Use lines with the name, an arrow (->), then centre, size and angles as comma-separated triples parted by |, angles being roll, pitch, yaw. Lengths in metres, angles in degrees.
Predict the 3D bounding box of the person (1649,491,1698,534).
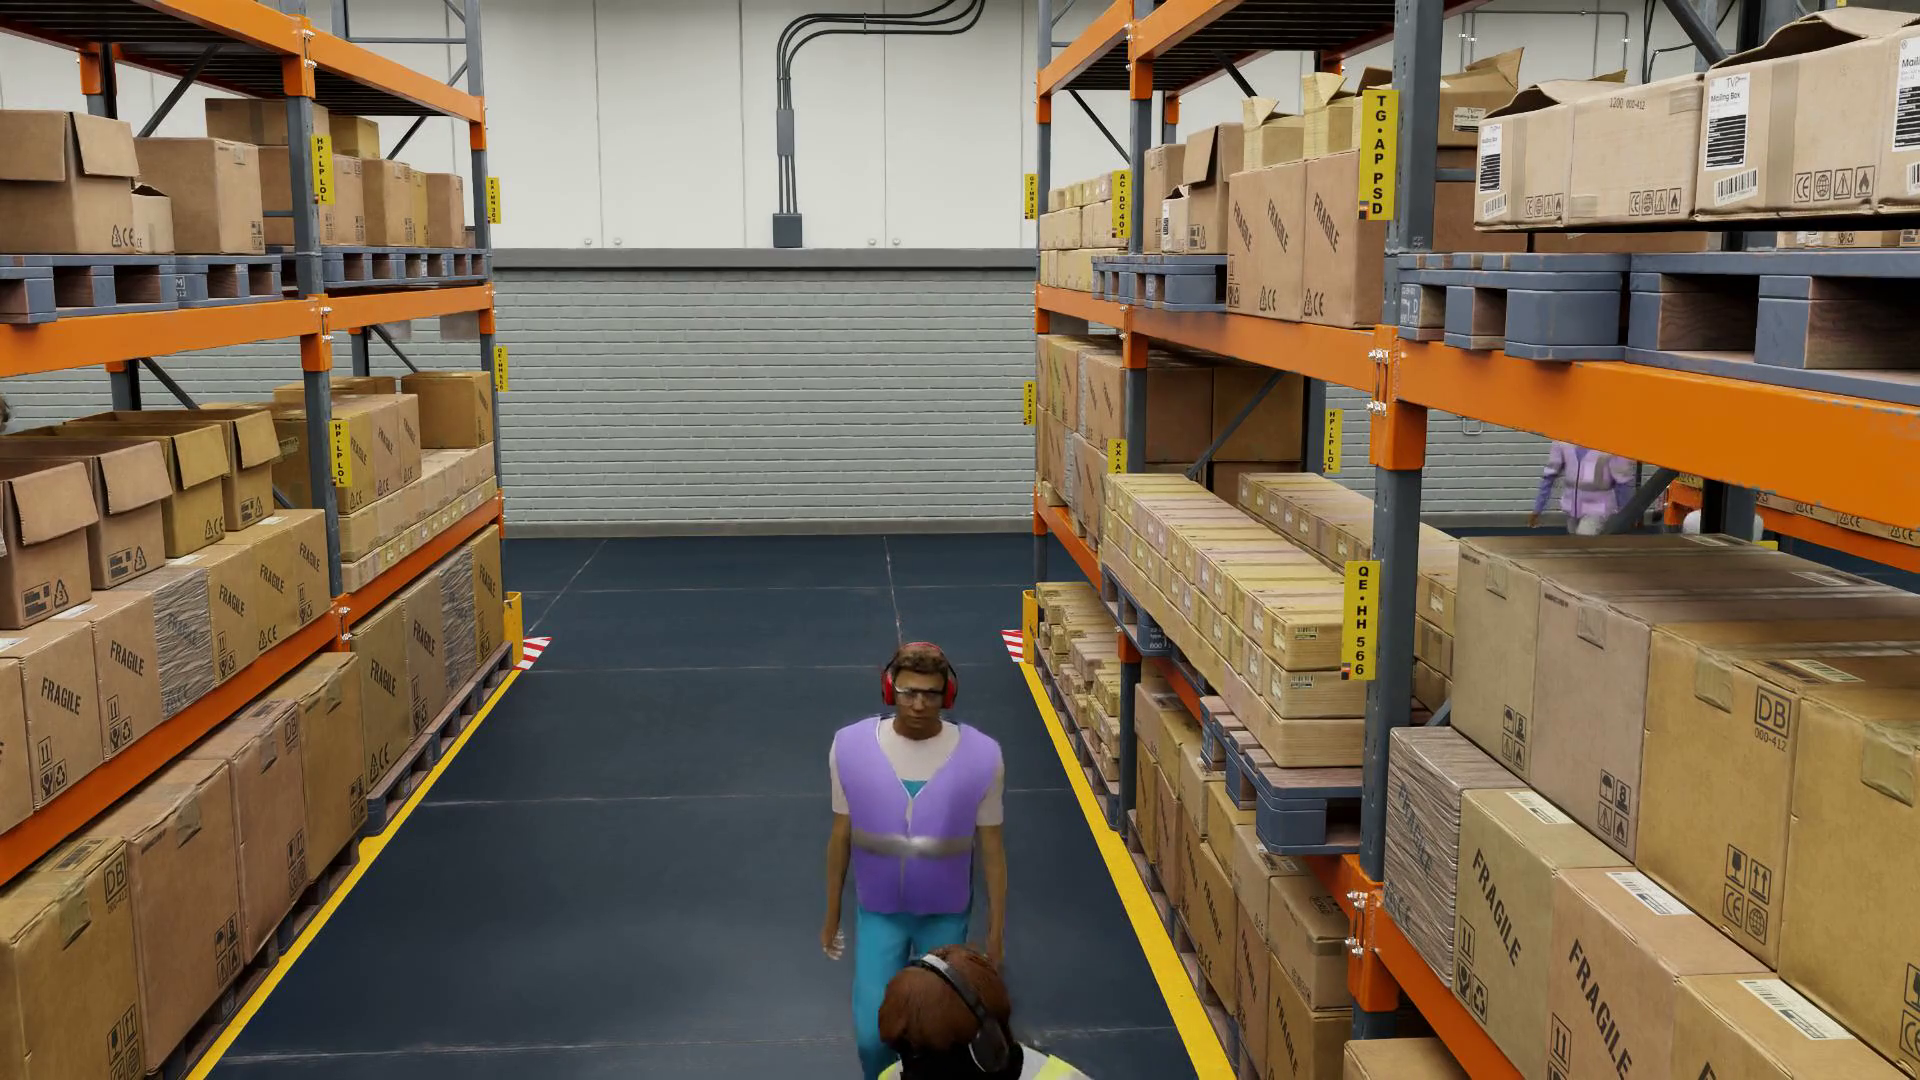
person -> 6.023, -0.224, 13.772 | 0.996, 1.861, 0.638 | -1, 10, -8

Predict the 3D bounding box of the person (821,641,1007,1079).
person -> -0.150, 1.218, 5.389 | 0.612, 1.825, 0.475 | 0, 10, 2

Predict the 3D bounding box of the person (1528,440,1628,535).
person -> 4.993, -0.233, 13.482 | 1.023, 1.964, 0.733 | -7, 12, -37

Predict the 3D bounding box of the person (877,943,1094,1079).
person -> 0.099, 1.619, 3.131 | 0.678, 1.808, 0.490 | 9, 13, 42

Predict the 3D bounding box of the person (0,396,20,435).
person -> -8.212, -0.310, 14.239 | 0.637, 1.891, 1.043 | -1, 10, -7

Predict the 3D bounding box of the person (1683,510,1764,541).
person -> 4.539, 0.421, 10.042 | 0.541, 1.846, 0.664 | 0, 10, -1
